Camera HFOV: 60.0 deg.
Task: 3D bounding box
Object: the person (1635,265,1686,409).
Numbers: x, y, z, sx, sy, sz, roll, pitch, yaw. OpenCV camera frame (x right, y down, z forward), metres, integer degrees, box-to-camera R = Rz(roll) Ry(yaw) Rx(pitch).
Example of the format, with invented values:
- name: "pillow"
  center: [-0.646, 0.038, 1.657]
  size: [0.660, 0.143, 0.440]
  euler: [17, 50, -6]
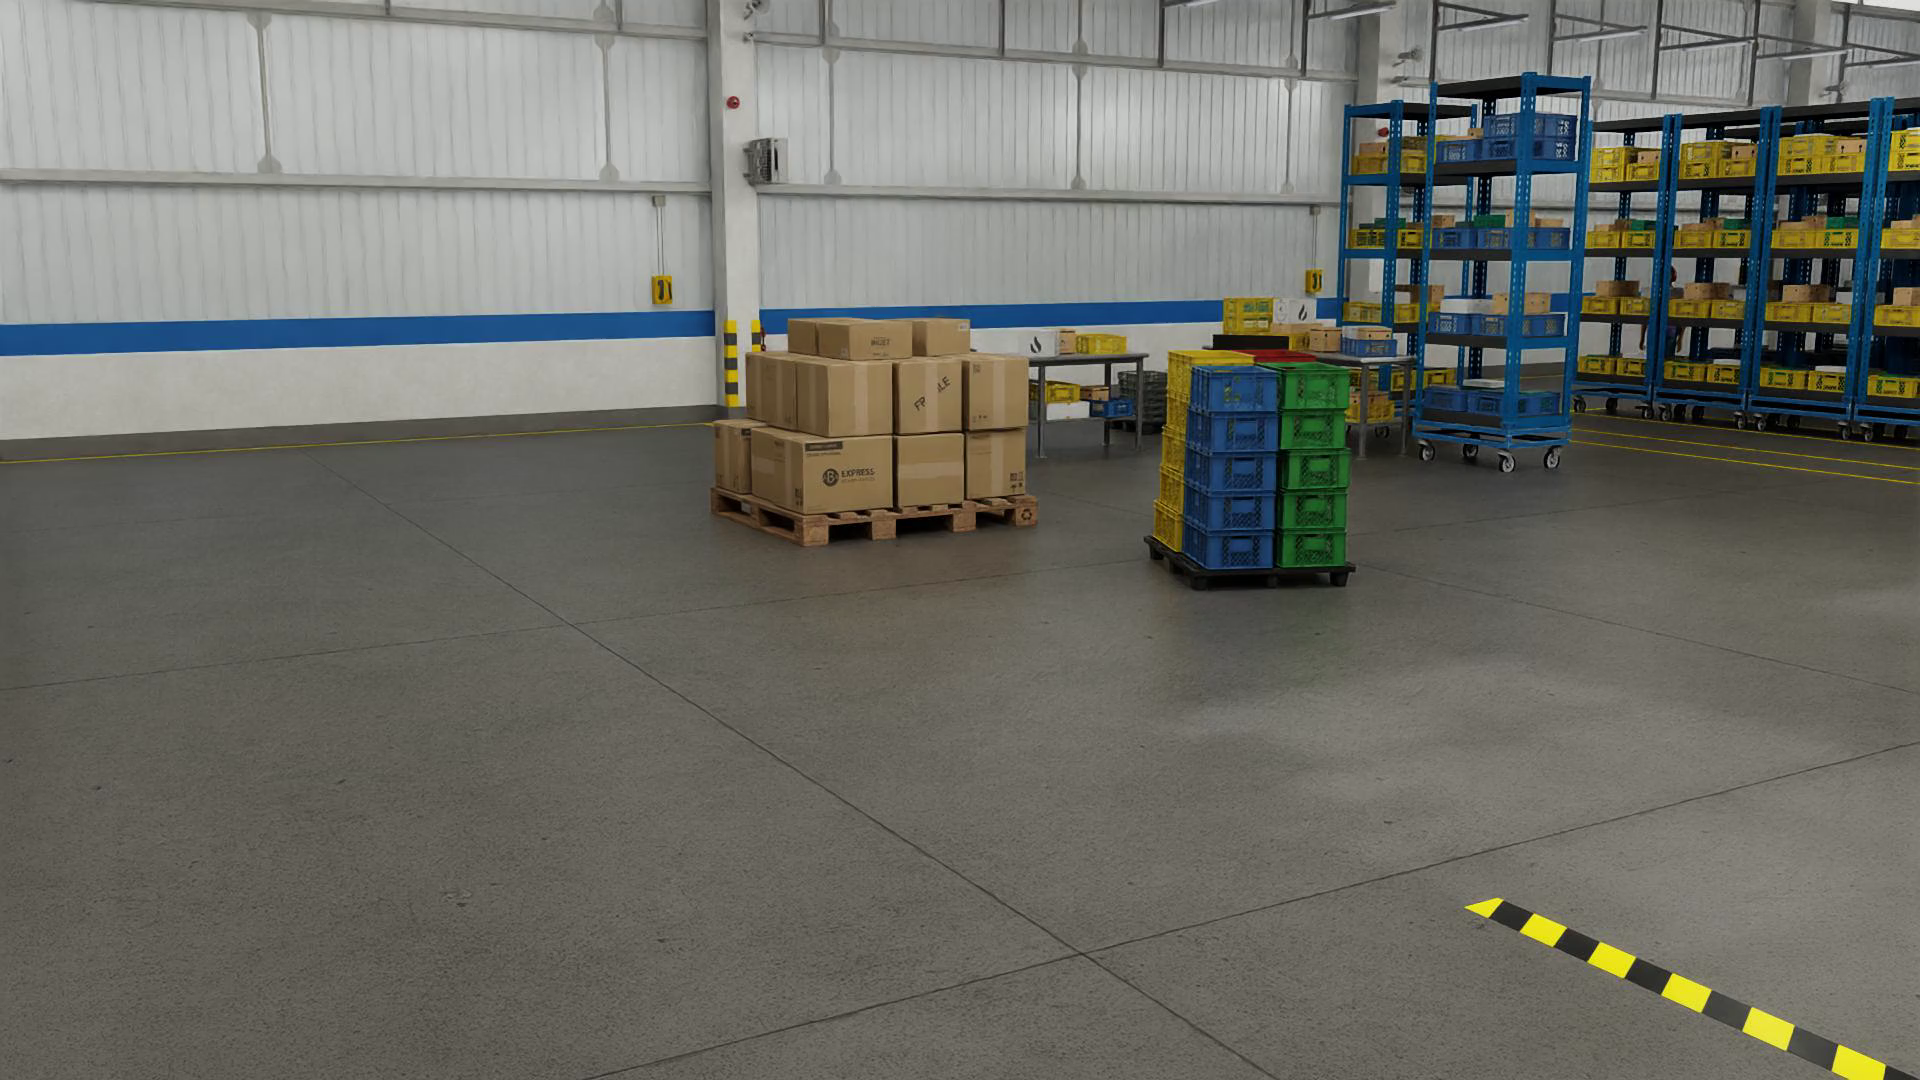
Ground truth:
- name: "person"
  center: [8.960, -2.581, 21.205]
  size: [0.389, 1.850, 0.566]
  euler: [-10, 14, -44]
